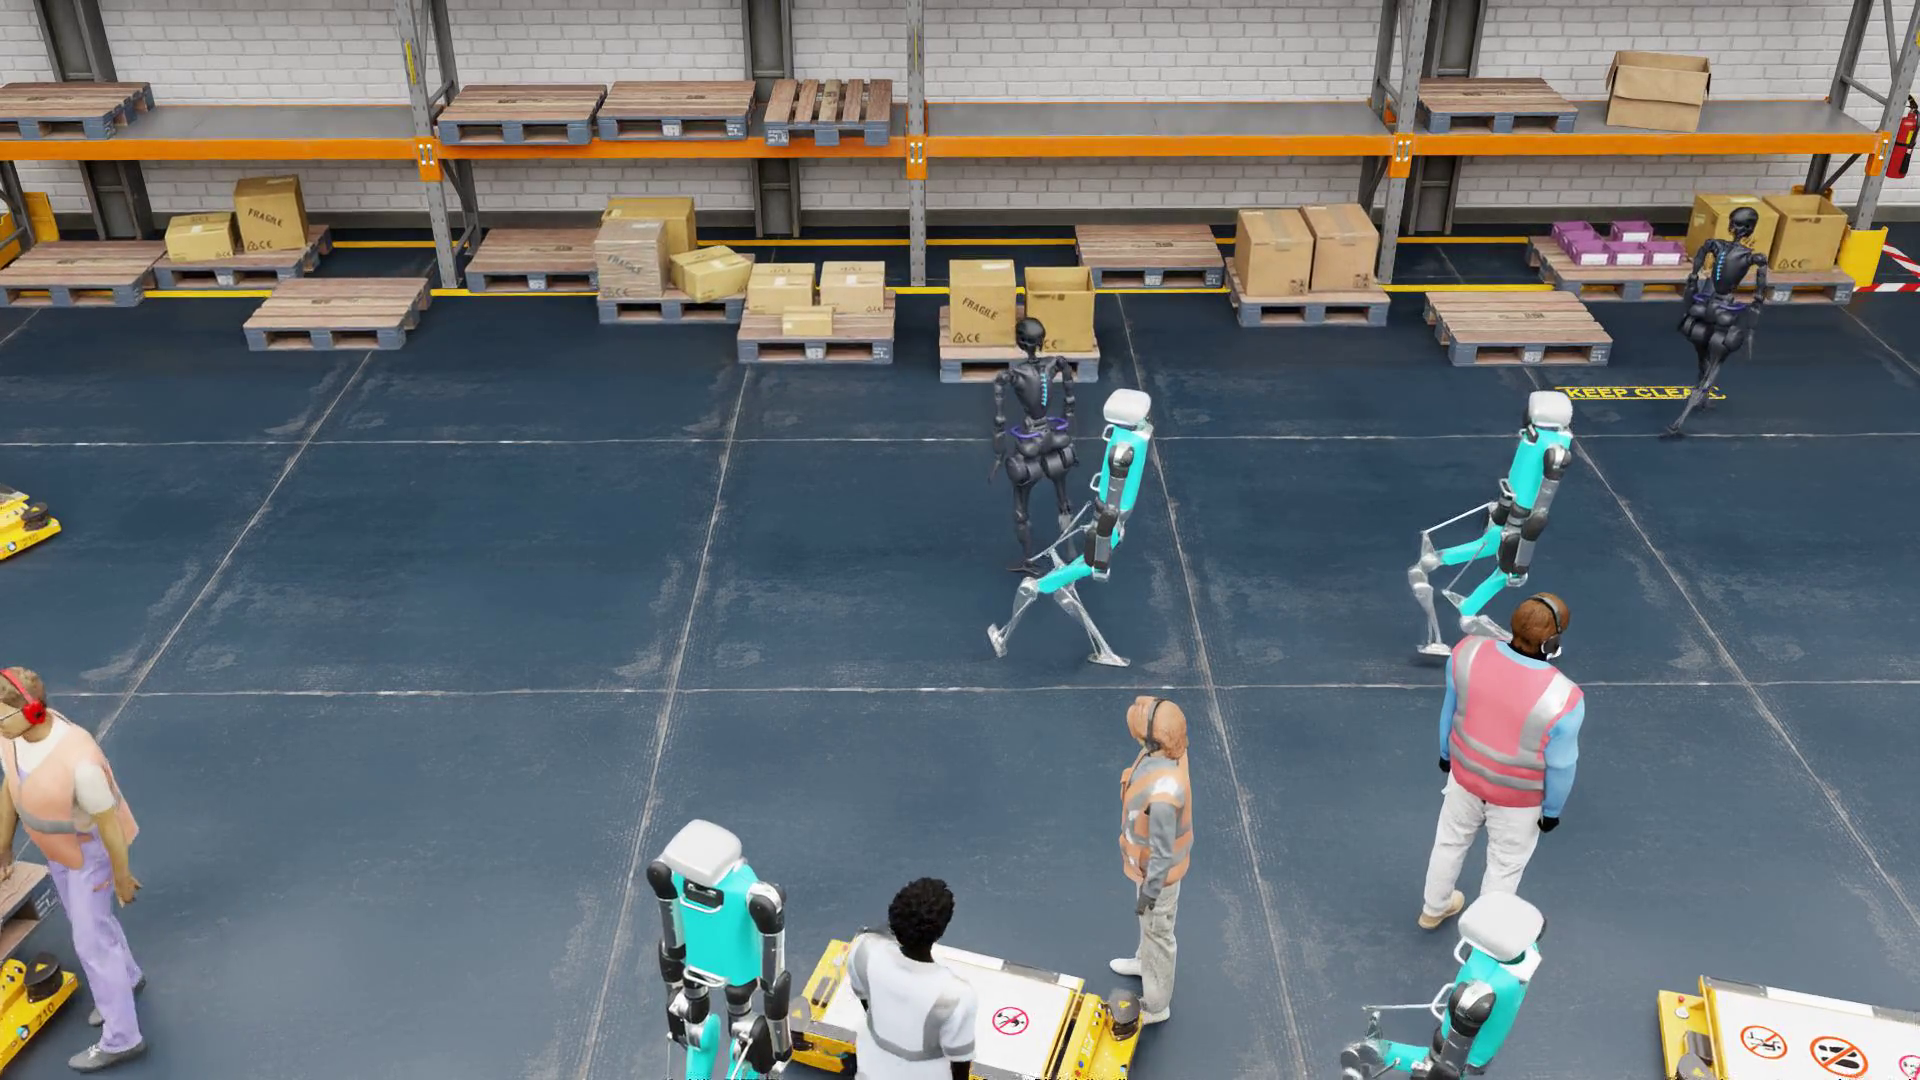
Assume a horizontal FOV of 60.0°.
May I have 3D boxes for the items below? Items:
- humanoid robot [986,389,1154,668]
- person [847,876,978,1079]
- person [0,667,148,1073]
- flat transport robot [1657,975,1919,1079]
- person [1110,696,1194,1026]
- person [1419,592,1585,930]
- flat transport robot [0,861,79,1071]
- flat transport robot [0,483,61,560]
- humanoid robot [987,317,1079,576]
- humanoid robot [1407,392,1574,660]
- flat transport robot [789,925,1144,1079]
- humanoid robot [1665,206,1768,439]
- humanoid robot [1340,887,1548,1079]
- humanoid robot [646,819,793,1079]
[{"bbox_3d":[0.537,-0.046,9.079,0.966,1.767,0.558,8,32,14],"label":"humanoid robot"},{"bbox_3d":[-0.168,1.872,5.948,0.538,1.654,0.857,14,34,22],"label":"person"},{"bbox_3d":[-3.623,1.294,6.746,0.568,1.825,0.546,23,38,33],"label":"person"},{"bbox_3d":[3.636,2.188,6.768,1.431,0.231,0.659,8,32,13],"label":"flat transport robot"},{"bbox_3d":[0.798,1.325,6.874,0.311,1.637,0.512,3,31,6],"label":"person"},{"bbox_3d":[2.342,1.022,7.197,0.431,1.837,0.630,-26,40,-36],"label":"person"},{"bbox_3d":[-4.635,1.972,7.128,1.431,0.231,0.659,7,32,11],"label":"flat transport robot"},{"bbox_3d":[-6.534,-0.171,10.696,1.431,0.231,0.659,17,35,26],"label":"flat transport robot"},{"bbox_3d":[0.485,-0.518,9.911,0.597,1.647,0.455,-15,34,-23],"label":"humanoid robot"},{"bbox_3d":[2.839,0.004,8.987,1.023,1.734,0.551,1,31,1],"label":"humanoid robot"},{"bbox_3d":[0.002,2.049,7.000,1.431,0.231,0.659,10,32,16],"label":"flat transport robot"},{"bbox_3d":[5.293,-1.524,11.641,0.808,1.629,0.608,-21,37,-31],"label":"humanoid robot"},{"bbox_3d":[1.596,1.834,5.957,0.906,1.771,0.583,25,39,35],"label":"humanoid robot"},{"bbox_3d":[-0.917,1.850,5.908,0.552,1.787,0.789,14,34,22],"label":"humanoid robot"}]
